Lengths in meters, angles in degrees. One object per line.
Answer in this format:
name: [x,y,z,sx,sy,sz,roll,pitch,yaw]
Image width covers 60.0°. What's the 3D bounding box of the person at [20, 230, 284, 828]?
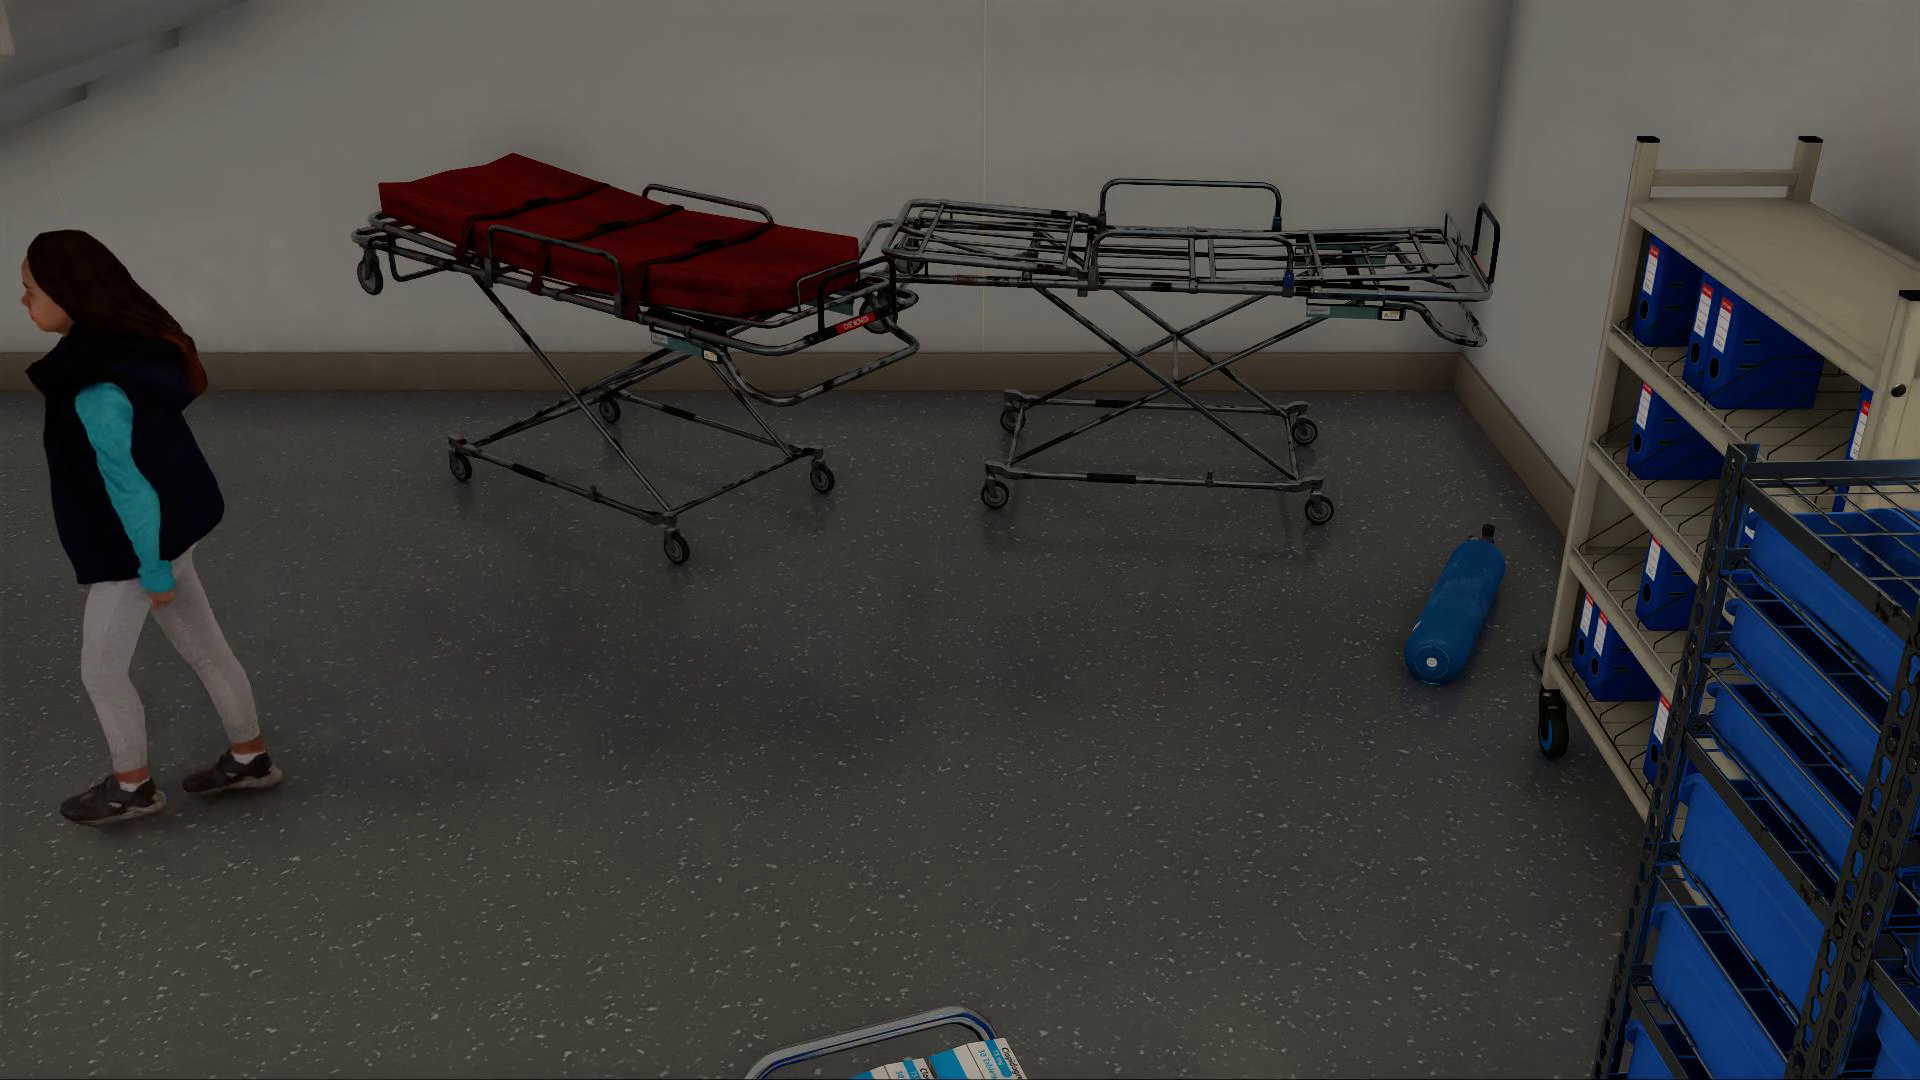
person: [-1.888,-0.013,3.995,0.796,1.481,0.657,-5,26,-10]
